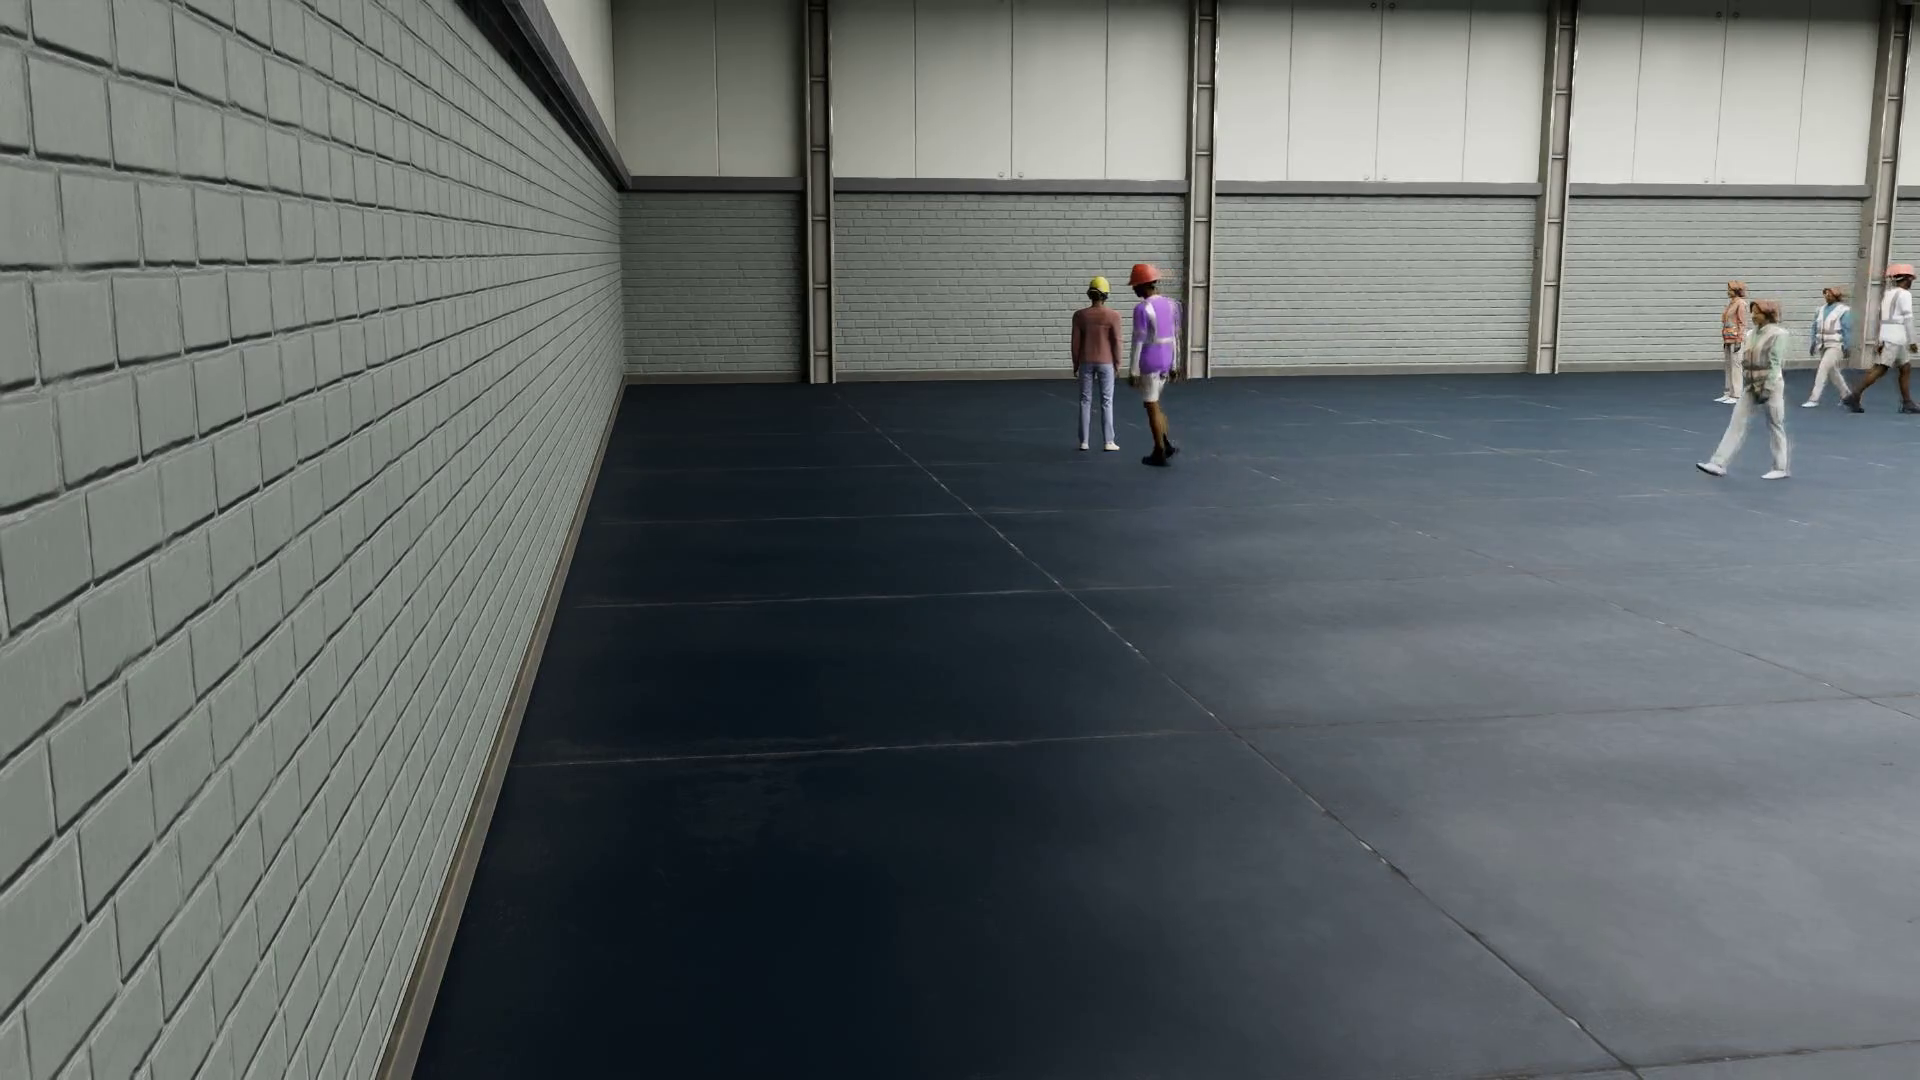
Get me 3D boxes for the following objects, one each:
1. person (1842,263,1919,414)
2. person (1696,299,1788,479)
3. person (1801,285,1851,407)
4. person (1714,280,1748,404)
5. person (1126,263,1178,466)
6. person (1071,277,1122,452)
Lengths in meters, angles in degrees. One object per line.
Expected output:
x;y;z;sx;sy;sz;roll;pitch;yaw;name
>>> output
11.589;-2.512;20.761;0.973;1.889;0.561;2;10;13;person
7.005;-1.316;14.695;0.836;1.600;0.518;-3;10;-16;person
11.373;-2.526;21.670;0.852;1.599;0.522;-3;10;-18;person
10.291;-2.628;22.126;0.311;1.638;0.523;1;10;7;person
1.797;-1.637;15.633;0.441;1.912;0.586;9;13;43;person
1.386;-1.778;16.871;0.526;1.768;0.331;4;10;20;person
